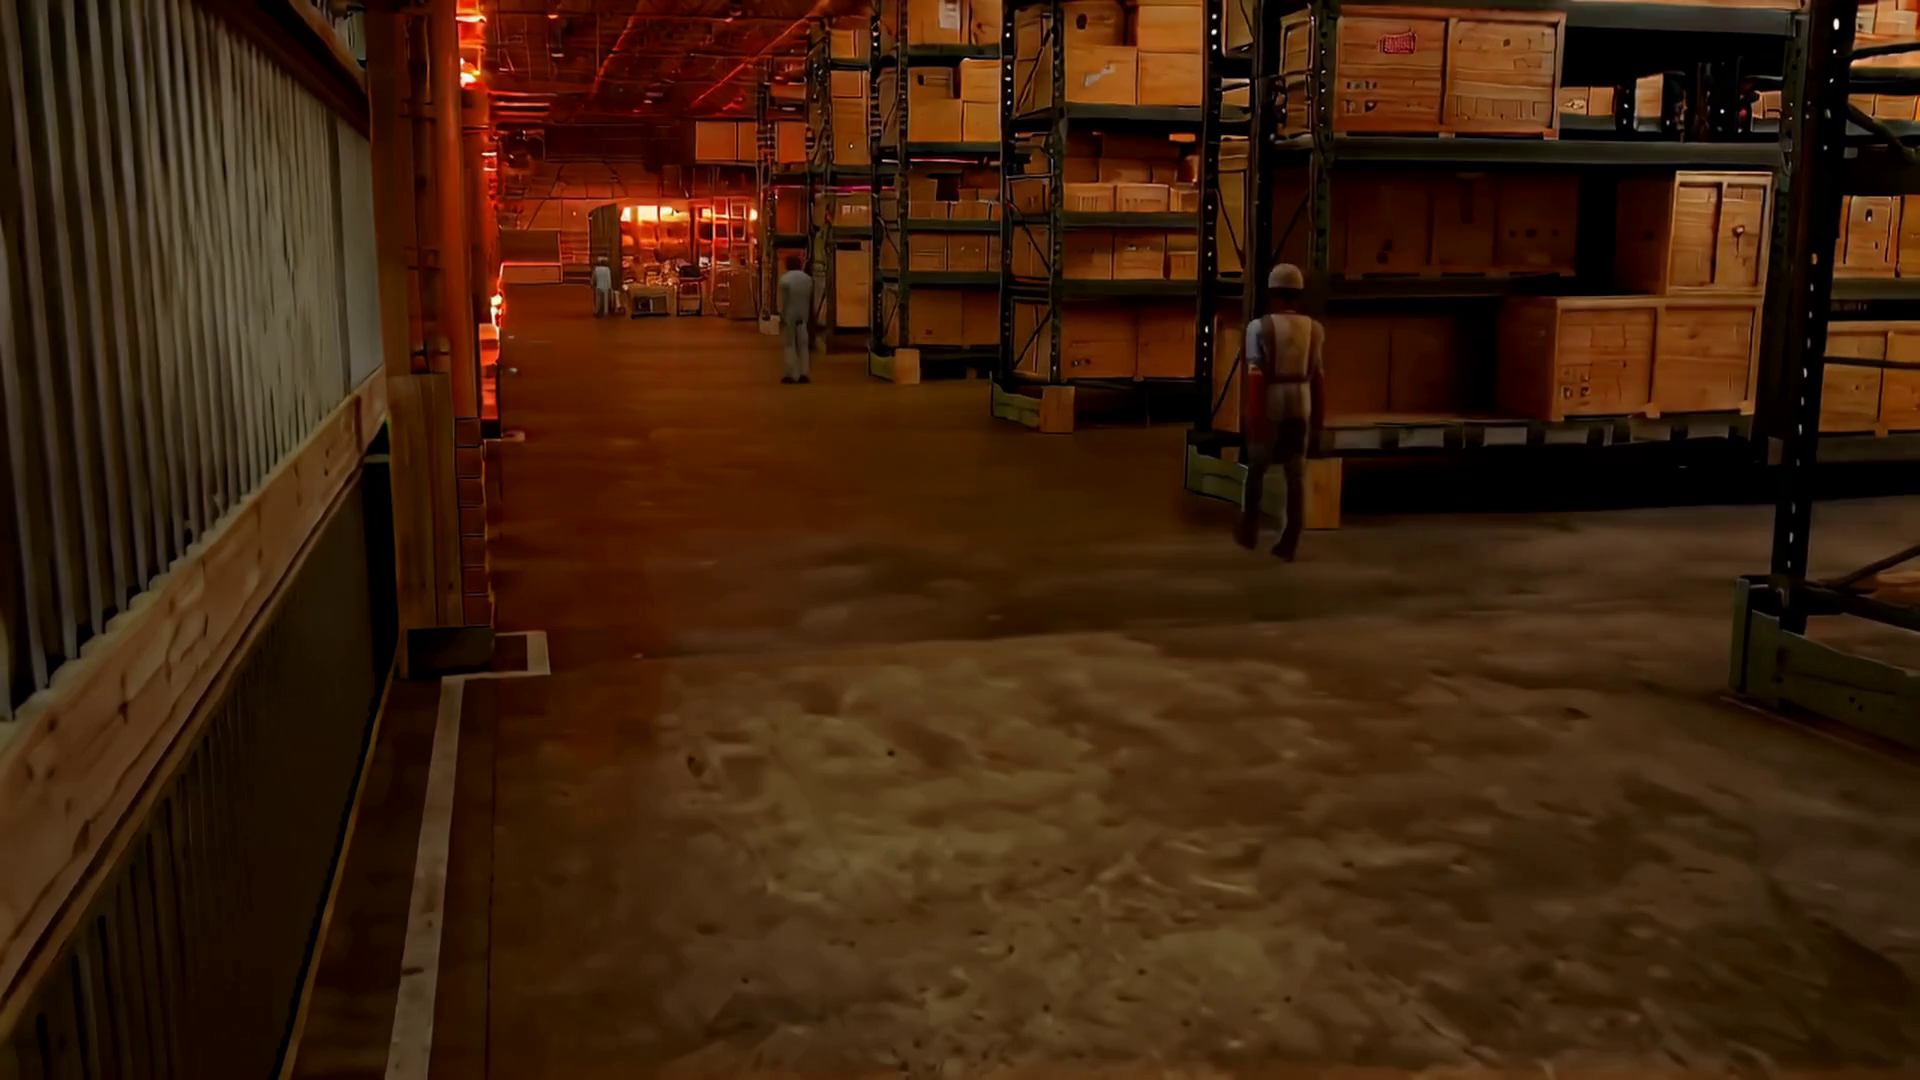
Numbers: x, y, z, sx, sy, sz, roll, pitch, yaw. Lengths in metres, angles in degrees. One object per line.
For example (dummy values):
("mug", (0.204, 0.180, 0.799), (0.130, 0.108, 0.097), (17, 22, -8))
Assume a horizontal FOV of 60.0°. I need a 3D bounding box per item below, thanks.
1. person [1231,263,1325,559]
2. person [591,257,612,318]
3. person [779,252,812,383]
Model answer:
("person", (2.082, -0.860, 10.995), (0.564, 1.902, 0.858), (-2, 10, -13))
("person", (-10.114, -7.119, 46.942), (0.584, 1.724, 0.513), (-4, 11, -22))
("person", (-2.445, -3.286, 24.653), (0.352, 1.937, 0.635), (7, 12, 35))
